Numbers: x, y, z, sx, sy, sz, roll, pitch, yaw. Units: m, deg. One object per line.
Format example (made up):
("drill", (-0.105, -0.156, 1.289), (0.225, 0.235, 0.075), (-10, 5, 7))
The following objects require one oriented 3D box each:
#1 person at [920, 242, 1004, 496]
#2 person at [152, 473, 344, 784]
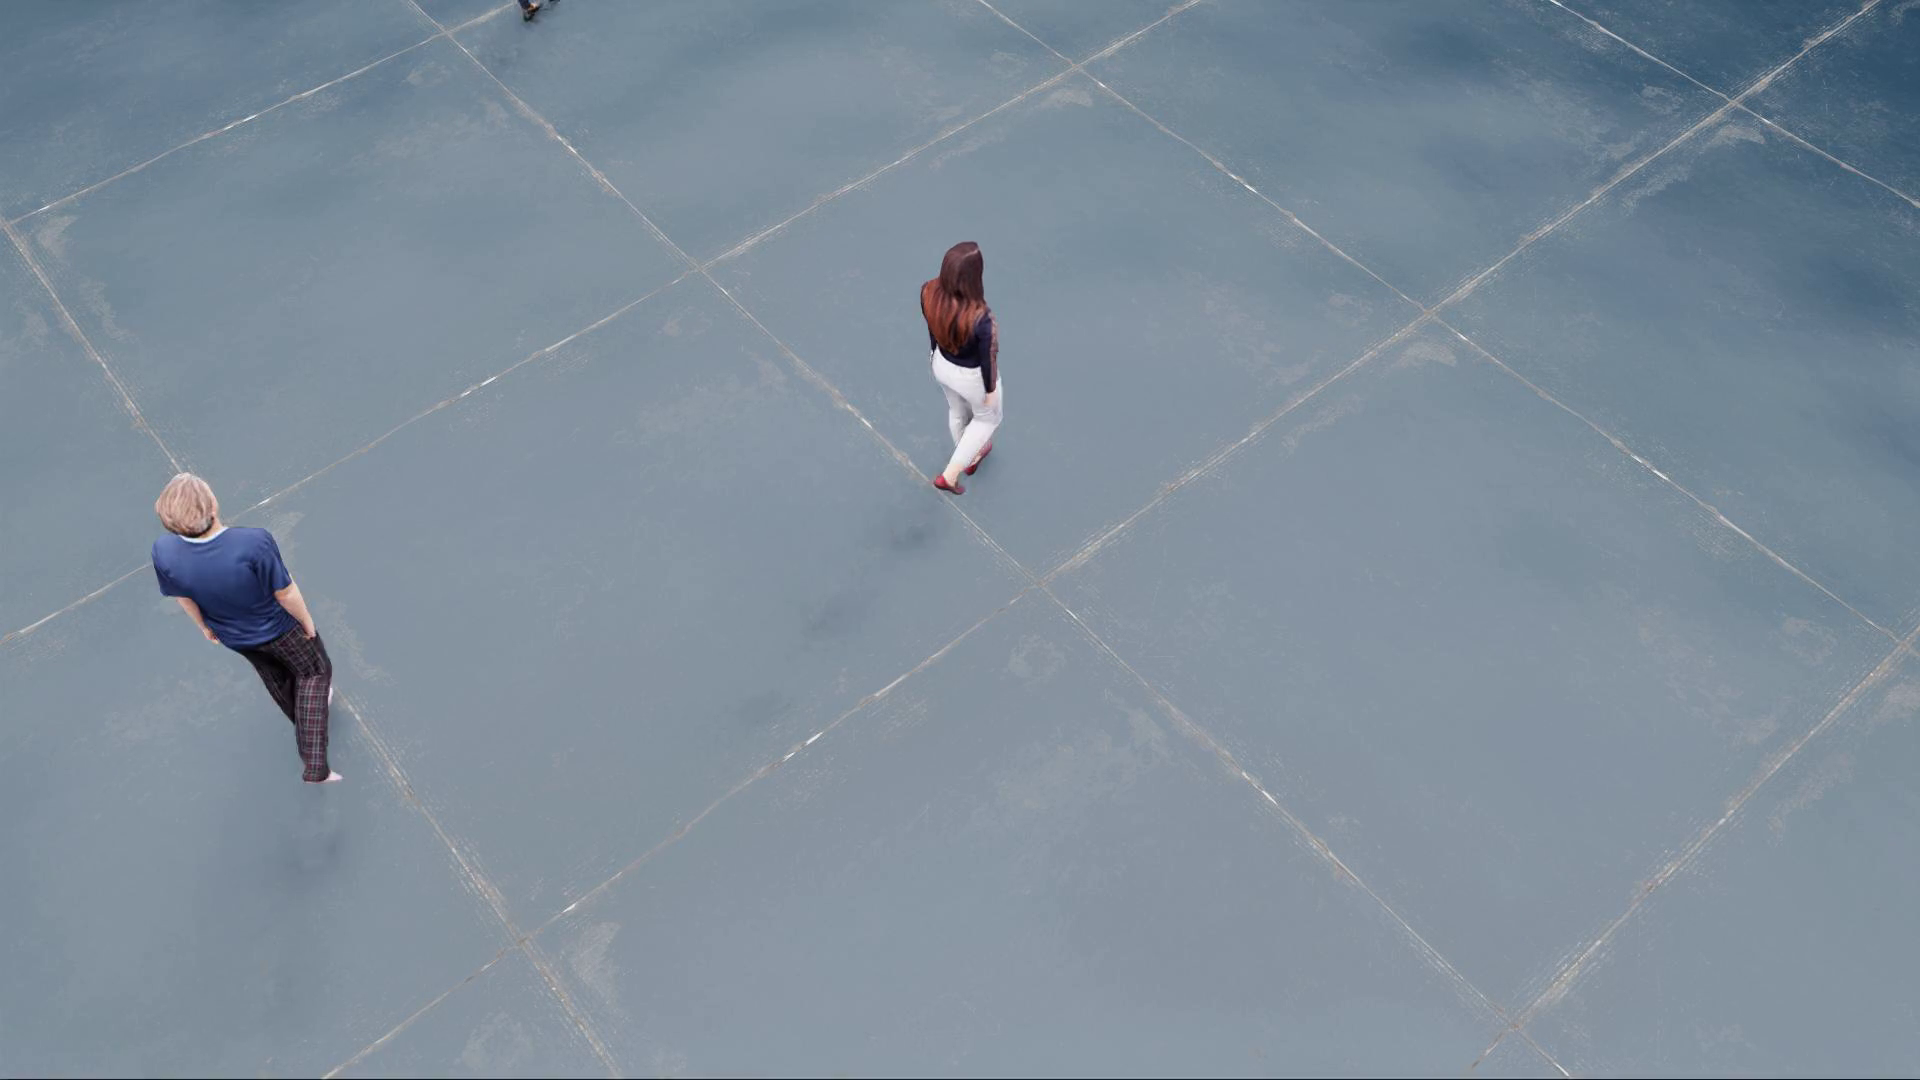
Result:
("person", (-0.009, -0.795, 8.148), (0.685, 1.596, 0.830), (32, 59, 23))
("person", (-2.979, 0.426, 7.038), (0.980, 1.855, 0.996), (-4, 52, -3))
